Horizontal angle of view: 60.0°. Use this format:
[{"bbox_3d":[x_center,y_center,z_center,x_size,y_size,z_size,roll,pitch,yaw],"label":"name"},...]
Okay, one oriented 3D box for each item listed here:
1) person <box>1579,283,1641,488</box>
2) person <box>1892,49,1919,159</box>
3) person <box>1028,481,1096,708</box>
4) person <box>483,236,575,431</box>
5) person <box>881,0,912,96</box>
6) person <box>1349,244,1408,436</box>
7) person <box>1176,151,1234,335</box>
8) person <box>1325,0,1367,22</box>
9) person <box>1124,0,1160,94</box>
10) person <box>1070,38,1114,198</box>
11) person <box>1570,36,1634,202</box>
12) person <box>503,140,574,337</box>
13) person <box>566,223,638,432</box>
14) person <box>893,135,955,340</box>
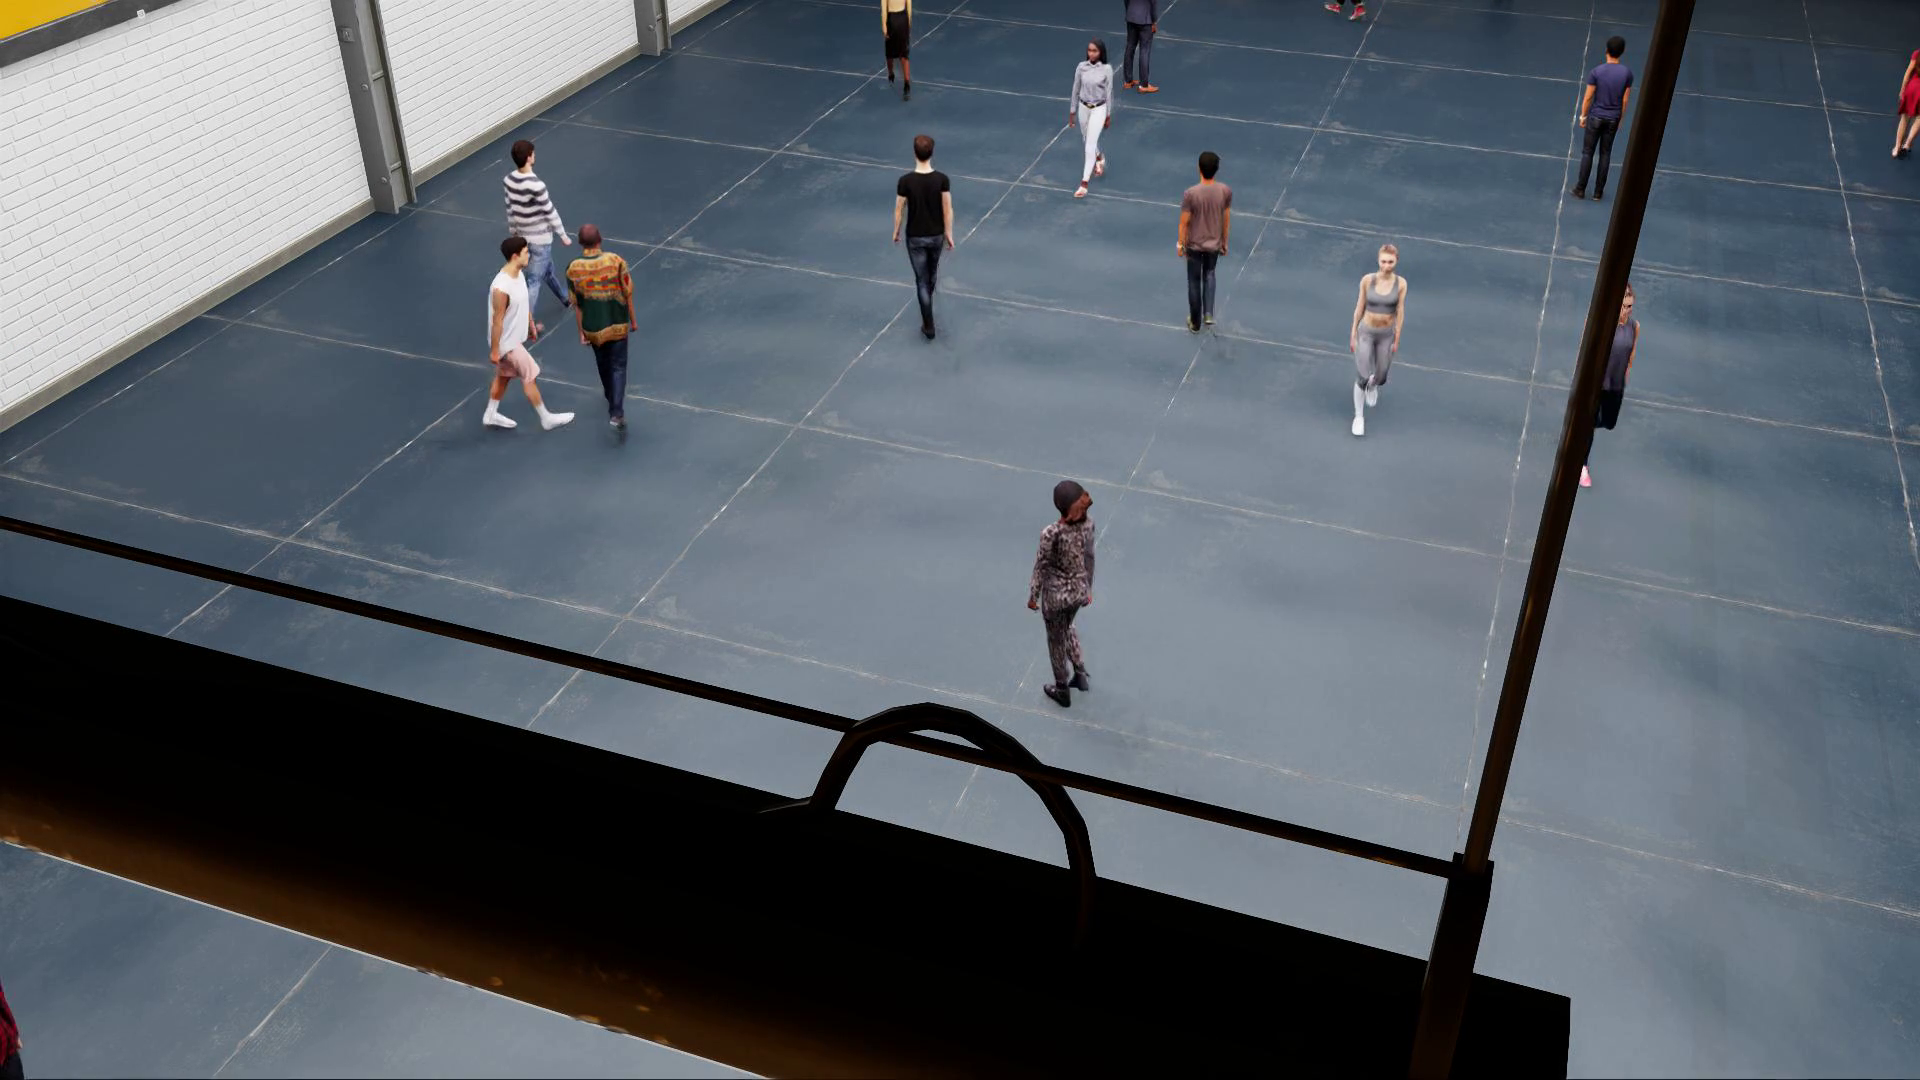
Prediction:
[{"bbox_3d":[5.143,-1.284,13.372,0.720,1.710,0.922,1,34,2],"label":"person"},{"bbox_3d":[11.208,-5.221,19.448,0.619,1.541,0.671,19,38,26],"label":"person"},{"bbox_3d":[0.732,0.402,10.842,0.722,1.702,0.783,-22,40,-30],"label":"person"},{"bbox_3d":[-3.871,-1.677,13.948,0.956,1.728,1.072,2,34,4],"label":"person"},{"bbox_3d":[-0.776,-6.509,21.319,0.913,1.615,1.117,-6,34,-10],"label":"person"},{"bbox_3d":[3.508,-1.740,14.078,0.643,1.689,0.882,6,34,9],"label":"person"},{"bbox_3d":[2.297,-2.725,15.481,0.765,1.775,0.789,-5,34,-7],"label":"person"},{"bbox_3d":[5.724,-8.447,24.109,1.142,1.755,1.091,-25,41,-33],"label":"person"},{"bbox_3d":[2.336,-6.719,21.446,0.781,1.824,0.784,-26,41,-33],"label":"person"},{"bbox_3d":[1.510,-4.773,18.637,0.707,1.692,1.175,17,37,23],"label":"person"},{"bbox_3d":[7.102,-4.644,18.363,0.670,1.781,0.630,5,34,8],"label":"person"},{"bbox_3d":[-4.033,-2.761,15.513,0.919,1.800,1.248,24,40,31],"label":"person"},{"bbox_3d":[-2.987,-1.774,14.049,0.991,1.776,1.269,-1,34,-2],"label":"person"},{"bbox_3d":[-0.315,-2.771,15.481,1.093,1.852,1.286,-6,34,-9],"label":"person"}]
